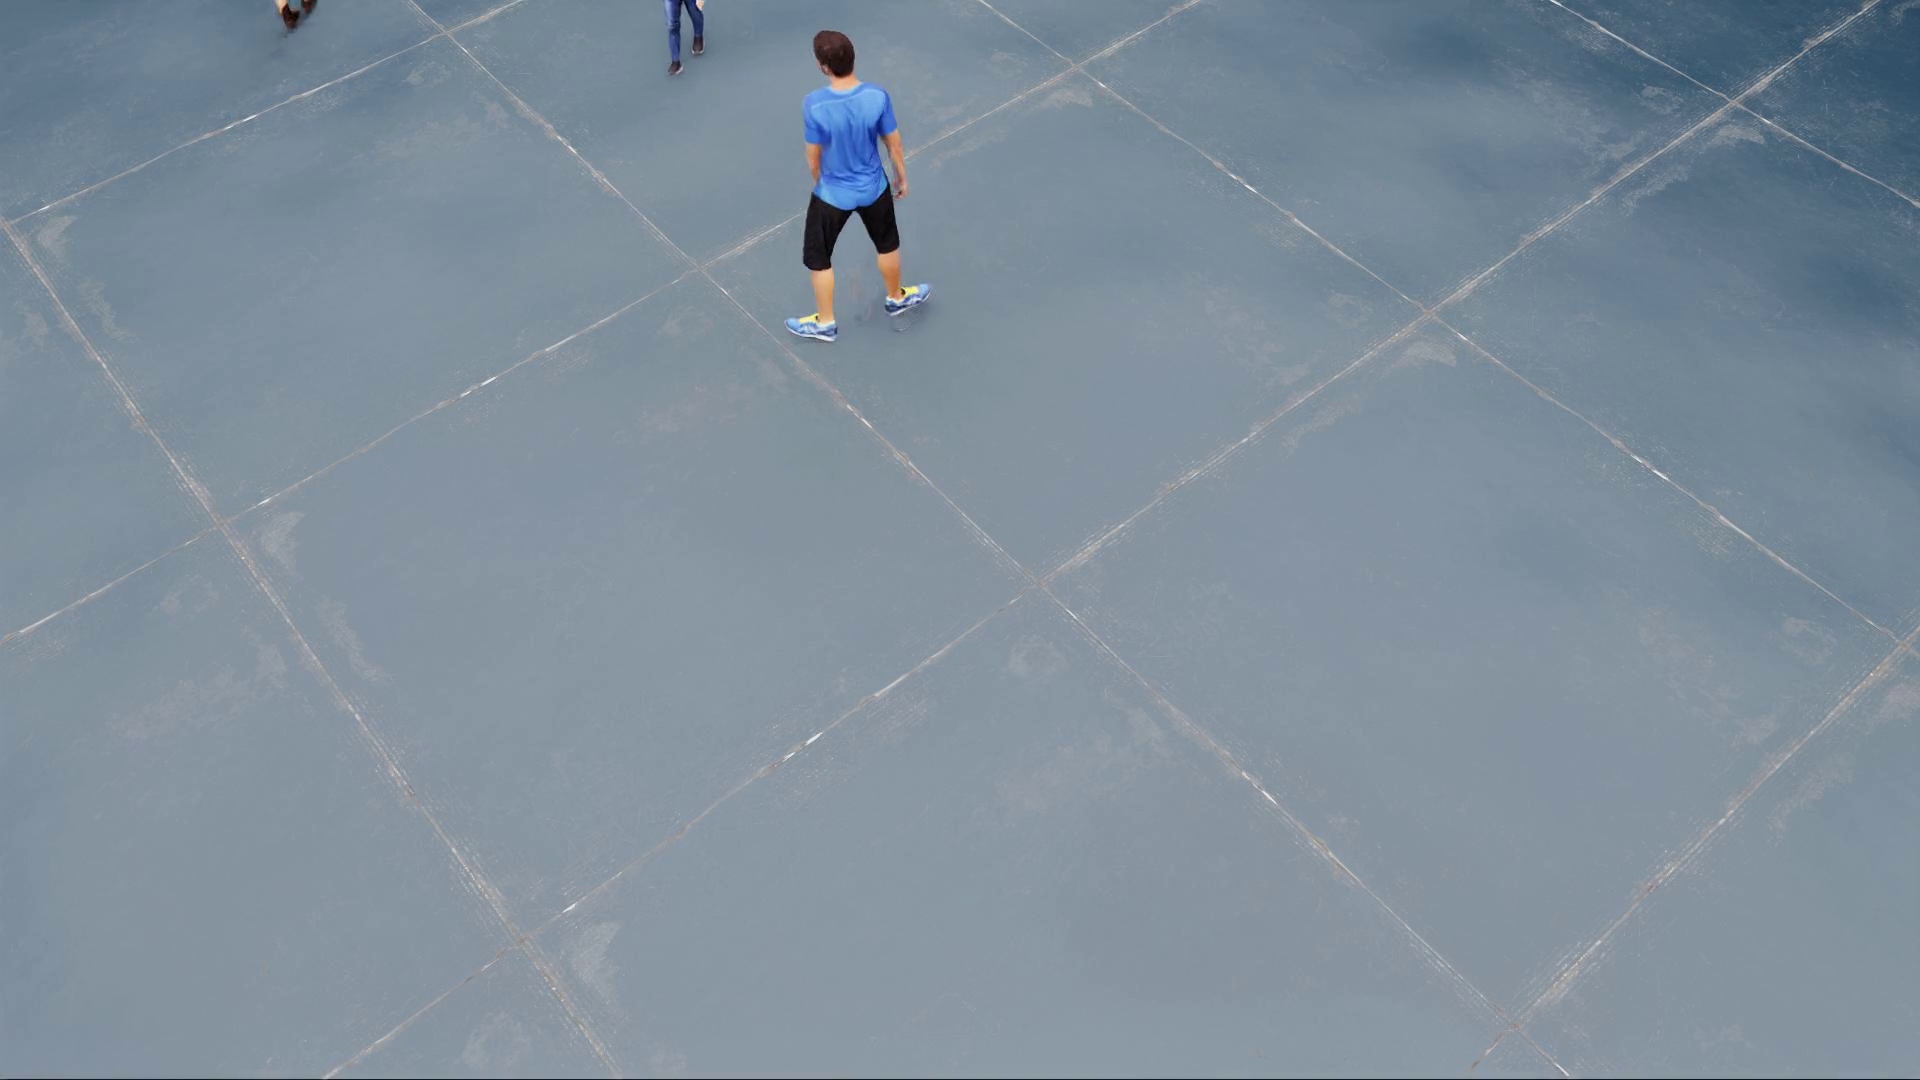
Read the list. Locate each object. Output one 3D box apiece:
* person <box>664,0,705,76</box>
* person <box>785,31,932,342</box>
[{"bbox_3d":[-1.770,-3.570,10.618,0.733,1.089,0.782,2,52,2],"label":"person"},{"bbox_3d":[-0.518,-1.846,8.805,0.793,1.845,1.151,-4,52,-3],"label":"person"}]
